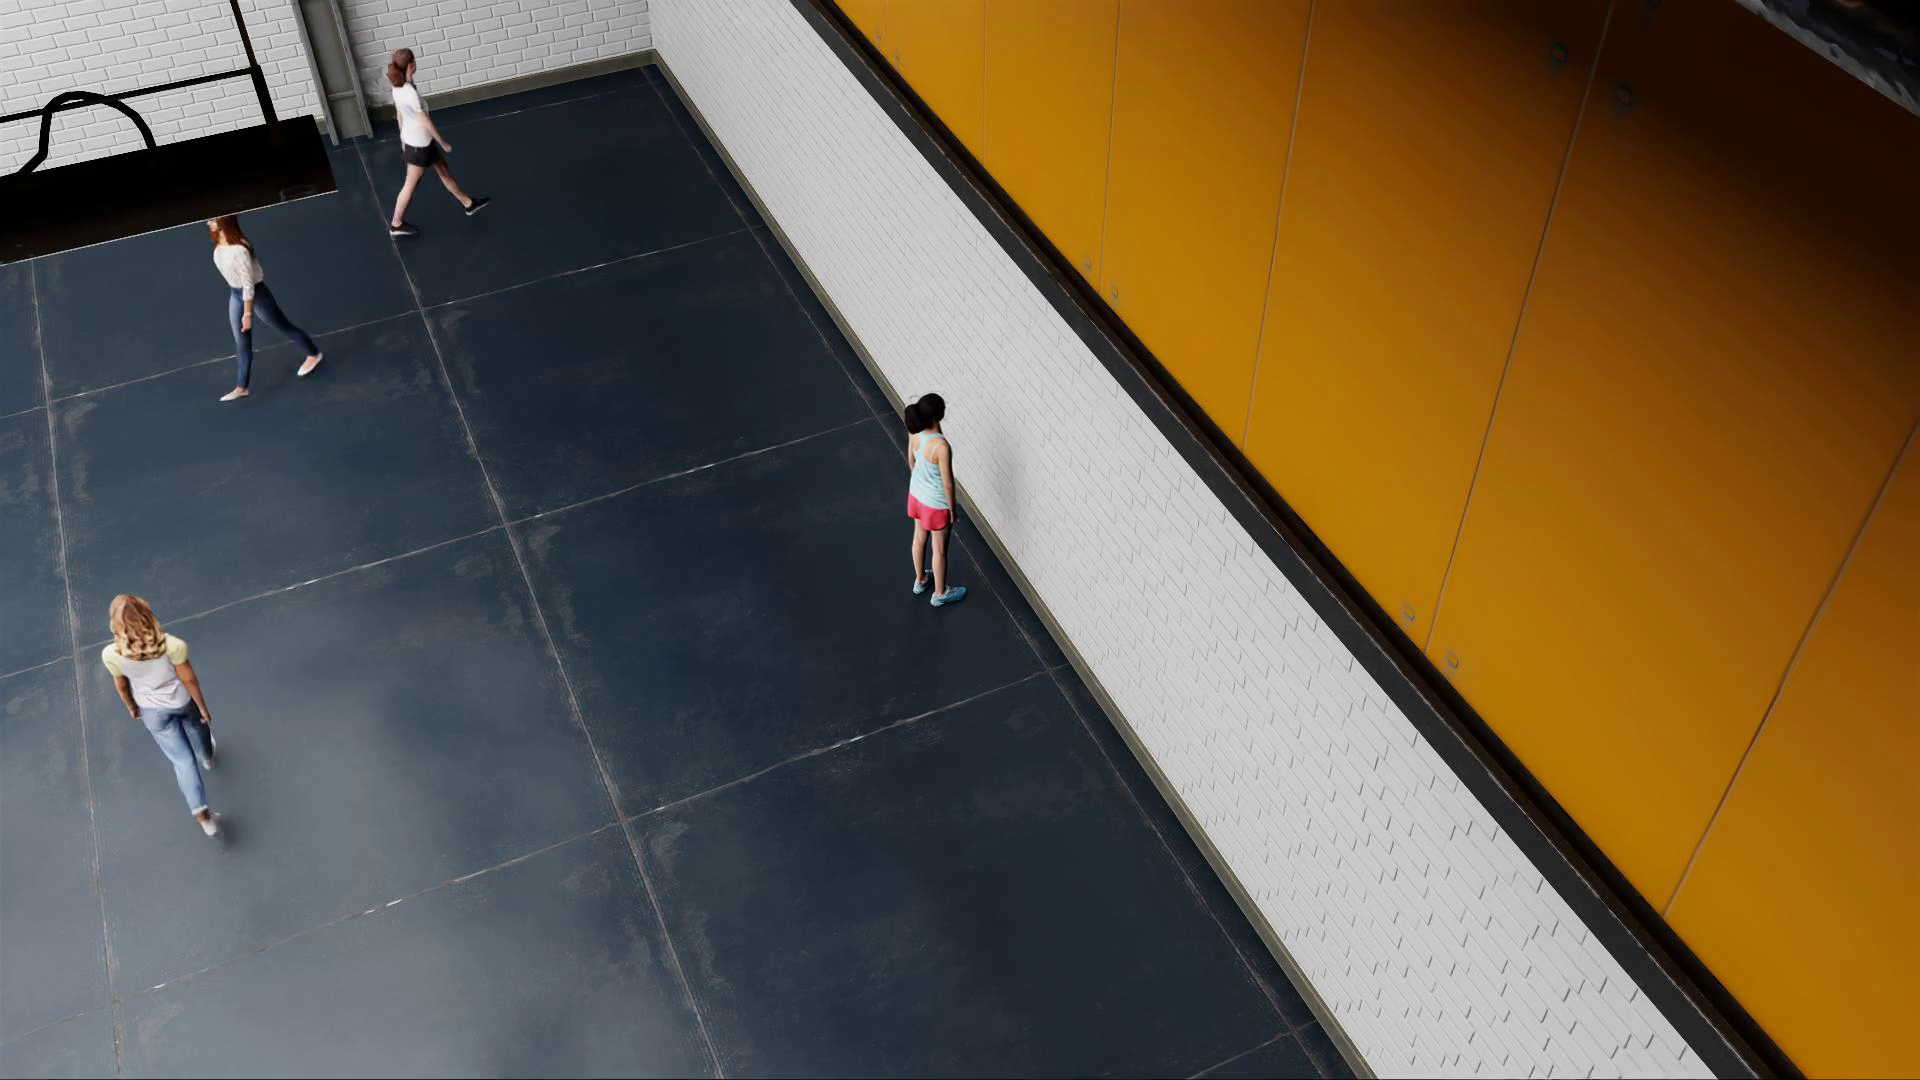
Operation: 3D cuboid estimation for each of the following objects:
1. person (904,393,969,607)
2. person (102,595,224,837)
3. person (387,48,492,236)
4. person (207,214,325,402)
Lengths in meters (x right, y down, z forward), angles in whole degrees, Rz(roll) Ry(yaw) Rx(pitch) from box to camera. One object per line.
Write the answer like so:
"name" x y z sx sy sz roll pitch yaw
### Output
"person" -0.187 -0.285 11.278 0.645 1.765 0.635 -29 51 -27
"person" -4.706 1.060 9.926 1.103 1.681 0.753 -15 46 -15
"person" -4.831 -3.408 14.608 1.208 1.691 0.655 -24 49 -23
"person" -5.469 -1.925 13.057 0.962 1.685 1.213 27 50 25
